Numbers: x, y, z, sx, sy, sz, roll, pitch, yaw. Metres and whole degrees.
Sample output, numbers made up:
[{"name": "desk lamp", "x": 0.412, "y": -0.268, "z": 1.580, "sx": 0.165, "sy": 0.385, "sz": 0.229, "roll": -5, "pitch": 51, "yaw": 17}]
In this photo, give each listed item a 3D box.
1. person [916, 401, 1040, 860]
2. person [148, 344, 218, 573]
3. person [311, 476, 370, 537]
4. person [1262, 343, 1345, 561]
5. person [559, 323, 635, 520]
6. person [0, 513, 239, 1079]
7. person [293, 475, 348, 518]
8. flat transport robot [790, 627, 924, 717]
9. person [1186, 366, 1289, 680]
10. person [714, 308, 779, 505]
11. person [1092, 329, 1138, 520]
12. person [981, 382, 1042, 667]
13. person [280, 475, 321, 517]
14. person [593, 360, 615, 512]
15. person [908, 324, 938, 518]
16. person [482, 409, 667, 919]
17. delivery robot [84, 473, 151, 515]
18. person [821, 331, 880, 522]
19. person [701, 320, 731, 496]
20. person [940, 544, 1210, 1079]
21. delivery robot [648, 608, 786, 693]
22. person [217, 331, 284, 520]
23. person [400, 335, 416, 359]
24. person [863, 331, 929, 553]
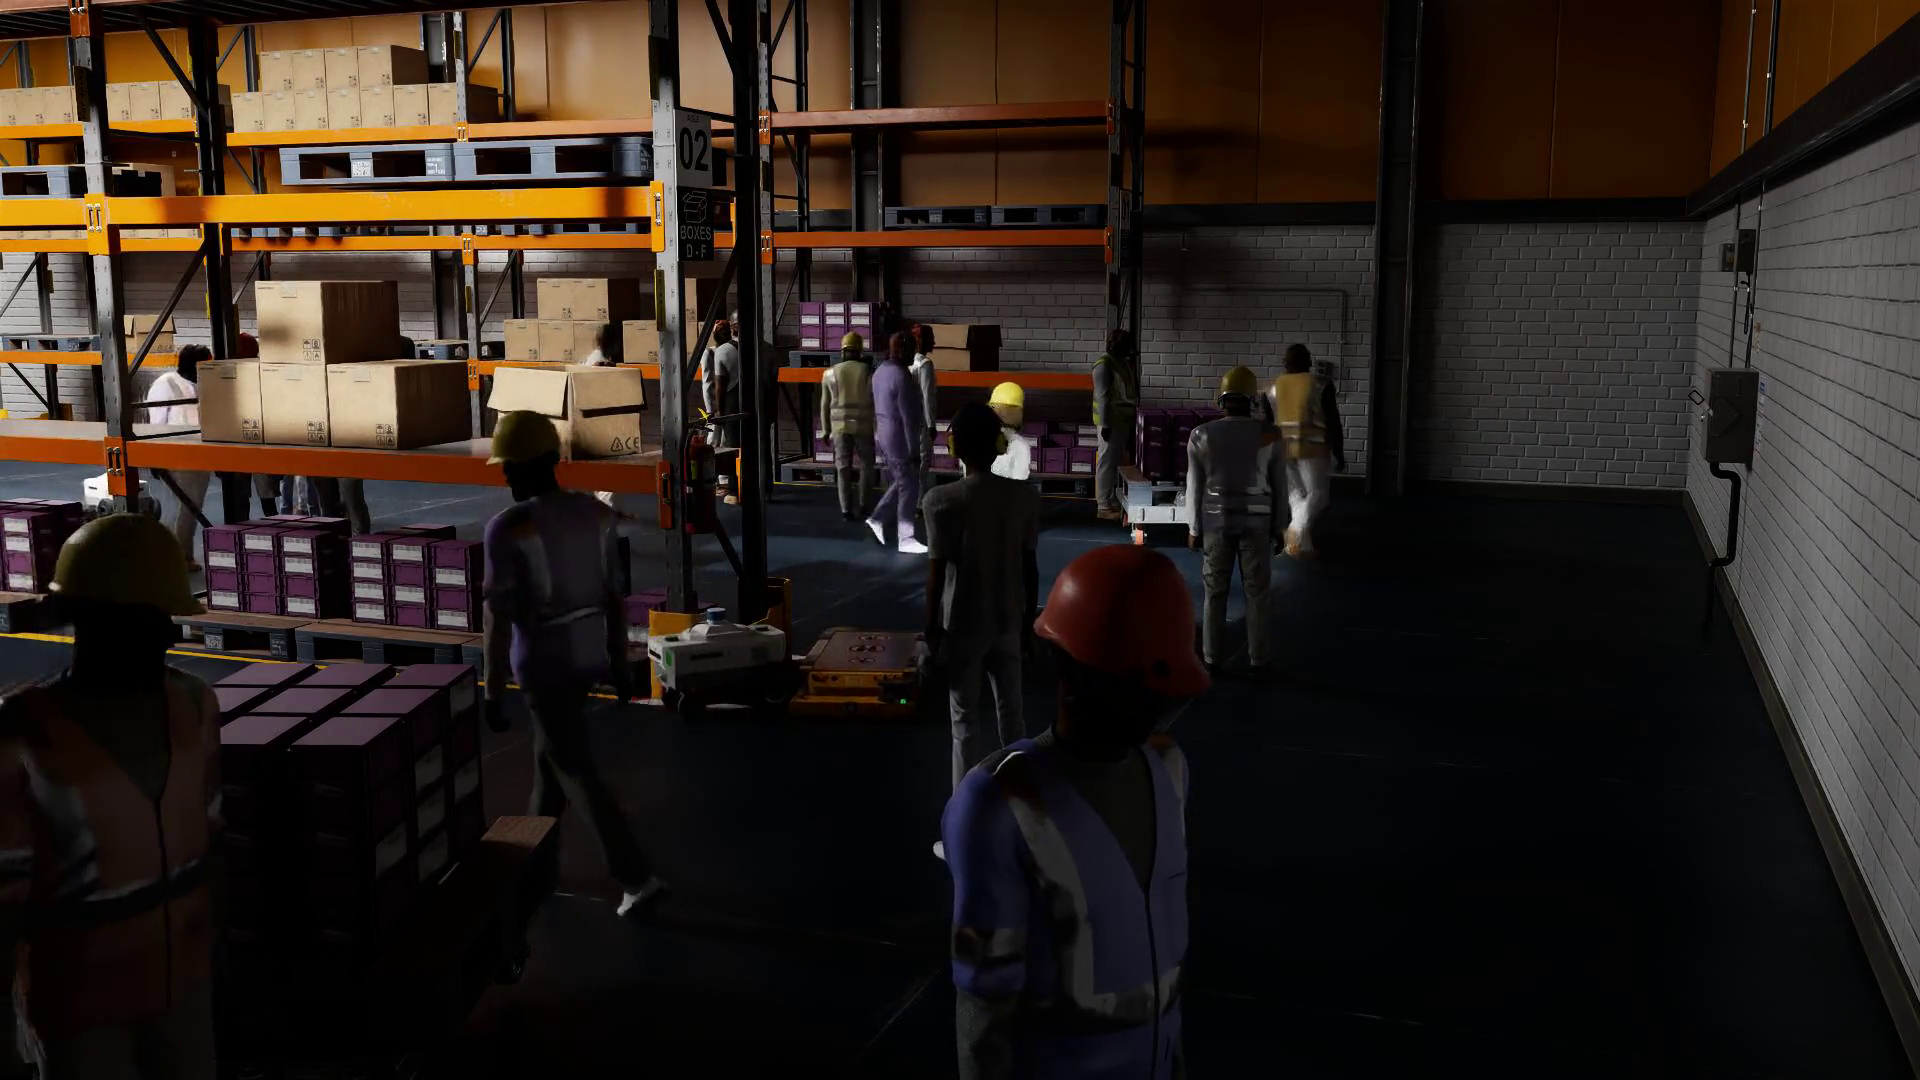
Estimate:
[{"name": "person", "x": 0.077, "y": 0.381, "z": 6.623, "sx": 0.520, "sy": 1.865, "sz": 0.332, "roll": -3, "pitch": 10, "yaw": -20}, {"name": "person", "x": -6.075, "y": -0.640, "z": 13.194, "sx": 0.538, "sy": 1.812, "sz": 0.660, "roll": 3, "pitch": 10, "yaw": 21}, {"name": "person", "x": -4.907, "y": -0.688, "z": 13.094, "sx": 0.636, "sy": 1.939, "sz": 0.364, "roll": 2, "pitch": 9, "yaw": 14}, {"name": "person", "x": 2.761, "y": -0.693, "z": 13.552, "sx": 0.692, "sy": 1.807, "sz": 0.683, "roll": 7, "pitch": 11, "yaw": 38}, {"name": "person", "x": -3.496, "y": -1.105, "z": 15.838, "sx": 0.670, "sy": 1.915, "sz": 0.635, "roll": -3, "pitch": 10, "yaw": -18}, {"name": "person", "x": -1.765, "y": 0.879, "z": 3.383, "sx": 0.682, "sy": 1.902, "sz": 0.601, "roll": 4, "pitch": 10, "yaw": 23}, {"name": "person", "x": -6.171, "y": -1.099, "z": 15.843, "sx": 0.849, "sy": 1.893, "sz": 0.650, "roll": 7, "pitch": 11, "yaw": 36}, {"name": "flat transport robot", "x": -0.527, "y": 0.727, "z": 9.434, "sx": 0.652, "sy": 0.197, "sz": 1.431, "roll": 1, "pitch": 9, "yaw": 4}, {"name": "person", "x": 1.614, "y": -0.094, "z": 9.697, "sx": 0.587, "sy": 1.835, "sz": 0.403, "roll": 2, "pitch": 9, "yaw": 13}, {"name": "person", "x": -2.227, "y": -1.388, "z": 17.173, "sx": 0.675, "sy": 2.000, "sz": 0.536, "roll": -4, "pitch": 10, "yaw": -24}, {"name": "person", "x": 1.512, "y": -1.126, "z": 16.162, "sx": 0.430, "sy": 1.842, "sz": 0.619, "roll": 4, "pitch": 10, "yaw": 24}, {"name": "person", "x": 0.251, "y": -0.091, "z": 10.040, "sx": 0.509, "sy": 1.705, "sz": 0.665, "roll": 6, "pitch": 11, "yaw": 32}, {"name": "person", "x": -6.121, "y": -0.977, "z": 15.454, "sx": 0.526, "sy": 1.768, "sz": 0.331, "roll": -7, "pitch": 12, "yaw": -39}, {"name": "person", "x": -3.006, "y": -0.699, "z": 14.099, "sx": 0.309, "sy": 1.641, "sz": 0.511, "roll": -3, "pitch": 9, "yaw": -17}, {"name": "person", "x": -0.390, "y": -1.153, "z": 16.190, "sx": 0.346, "sy": 1.882, "sz": 0.578, "roll": -5, "pitch": 10, "yaw": -27}, {"name": "person", "x": -1.456, "y": 0.455, "z": 6.139, "sx": 0.980, "sy": 1.883, "sz": 0.594, "roll": 6, "pitch": 11, "yaw": 32}, {"name": "delivery robot", "x": -7.994, "y": -0.470, "z": 15.768, "sx": 0.707, "sy": 0.478, "sz": 0.477, "roll": 7, "pitch": 12, "yaw": 39}, {"name": "person", "x": -1.017, "y": -1.089, "z": 15.984, "sx": 0.630, "sy": 1.813, "sz": 0.547, "roll": 1, "pitch": 9, "yaw": 4}, {"name": "person", "x": -2.553, "y": -1.419, "z": 17.869, "sx": 0.356, "sy": 1.882, "sz": 0.574, "roll": 4, "pitch": 10, "yaw": 25}, {"name": "person", "x": 0.228, "y": 0.956, "z": 2.806, "sx": 0.373, "sy": 1.929, "sz": 0.542, "roll": 9, "pitch": 13, "yaw": 43}, {"name": "delivery robot", "x": -1.313, "y": 0.610, "z": 8.987, "sx": 0.707, "sy": 0.478, "sz": 0.477, "roll": -5, "pitch": 10, "yaw": -29}, {"name": "person", "x": -5.468, "y": -0.637, "z": 12.811, "sx": 0.543, "sy": 1.929, "sz": 0.372, "roll": 0, "pitch": 9, "yaw": 2}, {"name": "person", "x": -6.720, "y": -1.763, "z": 19.663, "sx": 0.612, "sy": 1.997, "sz": 0.375, "roll": -4, "pitch": 10, "yaw": -21}, {"name": "person", "x": -0.511, "y": -0.817, "z": 14.052, "sx": 0.472, "sy": 1.891, "sz": 0.677, "roll": -4, "pitch": 10, "yaw": -26}]
